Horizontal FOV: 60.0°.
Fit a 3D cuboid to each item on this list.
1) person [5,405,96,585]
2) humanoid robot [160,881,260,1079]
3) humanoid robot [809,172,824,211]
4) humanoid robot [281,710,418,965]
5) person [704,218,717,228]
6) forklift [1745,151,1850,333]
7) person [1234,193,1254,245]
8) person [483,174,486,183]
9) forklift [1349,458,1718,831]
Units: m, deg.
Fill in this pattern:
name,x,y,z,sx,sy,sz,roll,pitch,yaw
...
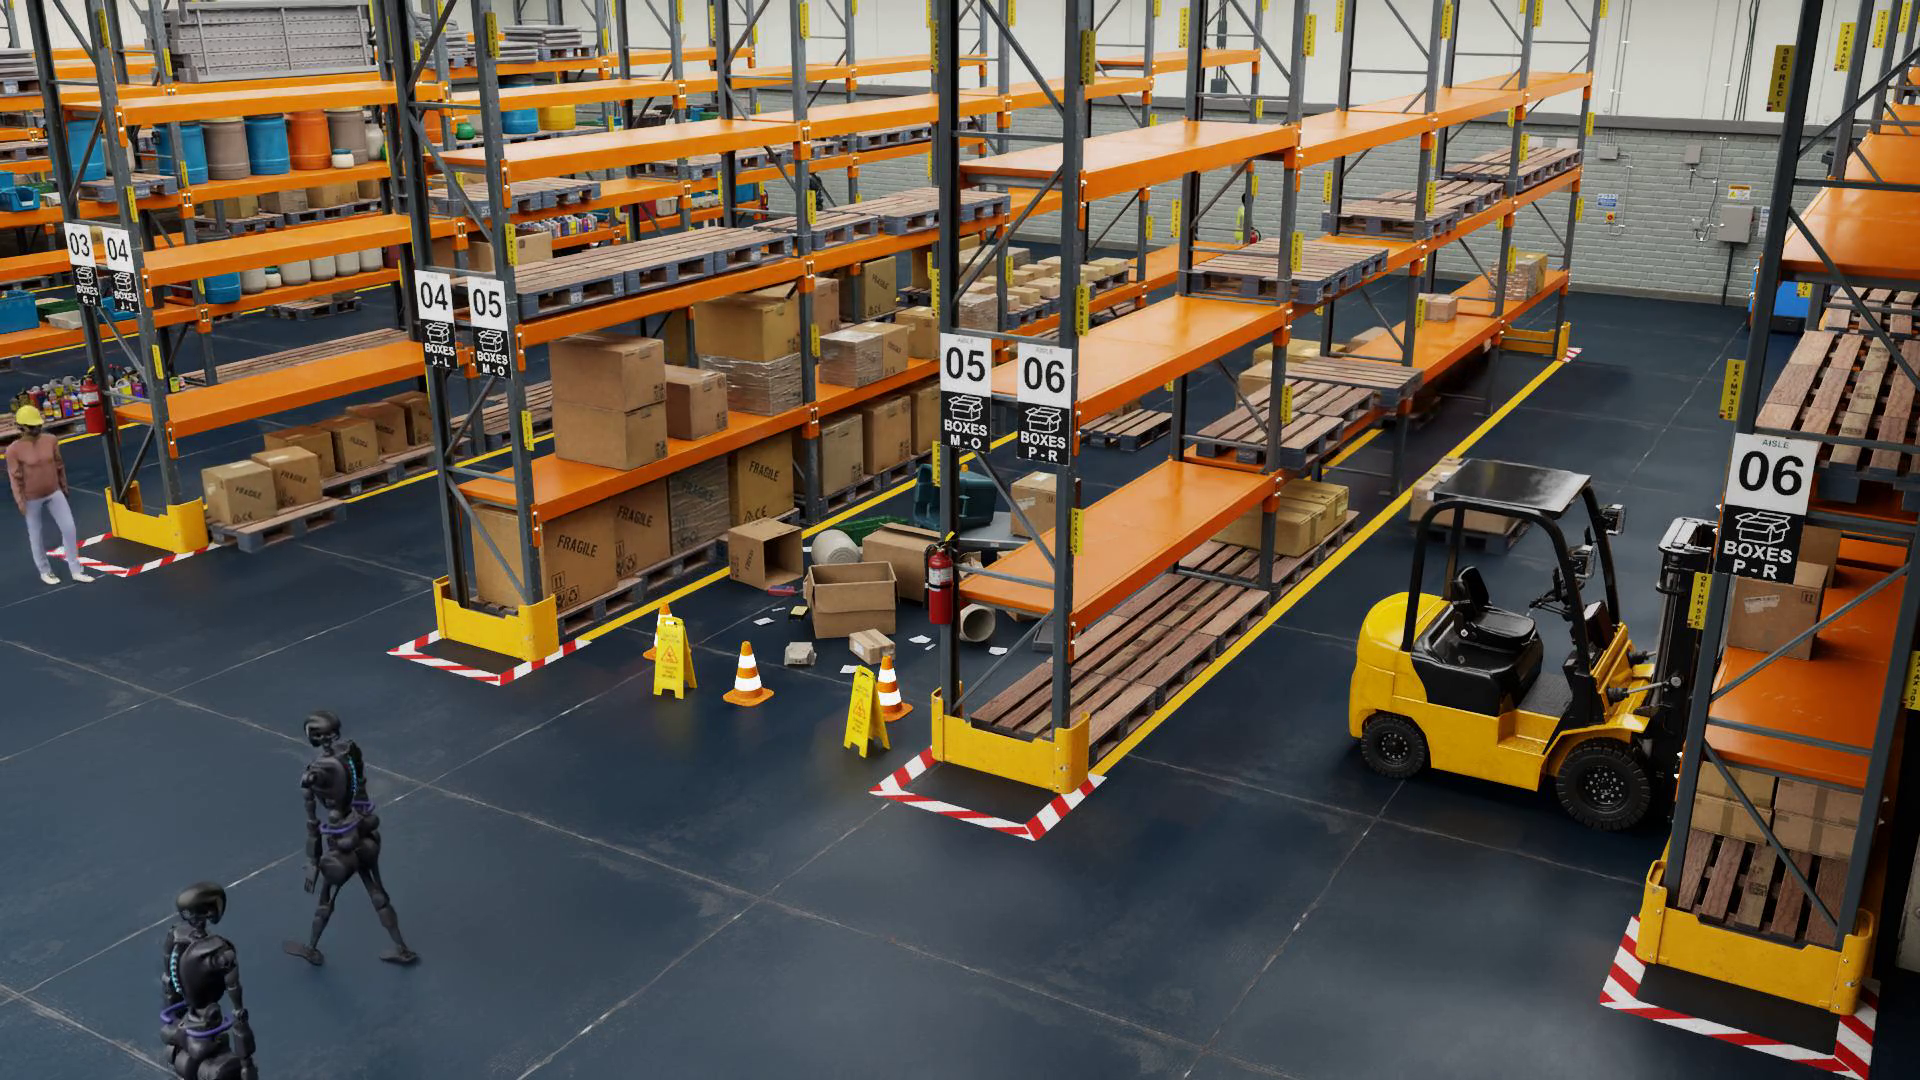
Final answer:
name,x,y,z,sx,sy,sz,roll,pitch,yaw
person,-8.476,-0.390,15.467,0.711,1.741,0.546,12,22,31
humanoid robot,-3.492,2.332,7.731,0.615,1.639,0.339,11,22,30
humanoid robot,-3.040,-7.042,34.849,0.428,1.642,0.595,10,21,26
humanoid robot,-3.581,1.710,9.562,0.757,1.624,0.586,4,20,12
person,-5.238,-7.064,34.870,0.489,1.688,0.352,-6,20,-17
forklift,13.620,-4.667,26.137,1.873,2.768,1.129,11,22,29
person,5.184,-5.512,30.381,0.319,1.687,0.538,-1,19,-3
person,-10.411,-7.737,36.643,0.336,1.798,0.527,14,24,35
forklift,3.988,0.658,11.776,2.313,2.155,1.214,11,22,29
